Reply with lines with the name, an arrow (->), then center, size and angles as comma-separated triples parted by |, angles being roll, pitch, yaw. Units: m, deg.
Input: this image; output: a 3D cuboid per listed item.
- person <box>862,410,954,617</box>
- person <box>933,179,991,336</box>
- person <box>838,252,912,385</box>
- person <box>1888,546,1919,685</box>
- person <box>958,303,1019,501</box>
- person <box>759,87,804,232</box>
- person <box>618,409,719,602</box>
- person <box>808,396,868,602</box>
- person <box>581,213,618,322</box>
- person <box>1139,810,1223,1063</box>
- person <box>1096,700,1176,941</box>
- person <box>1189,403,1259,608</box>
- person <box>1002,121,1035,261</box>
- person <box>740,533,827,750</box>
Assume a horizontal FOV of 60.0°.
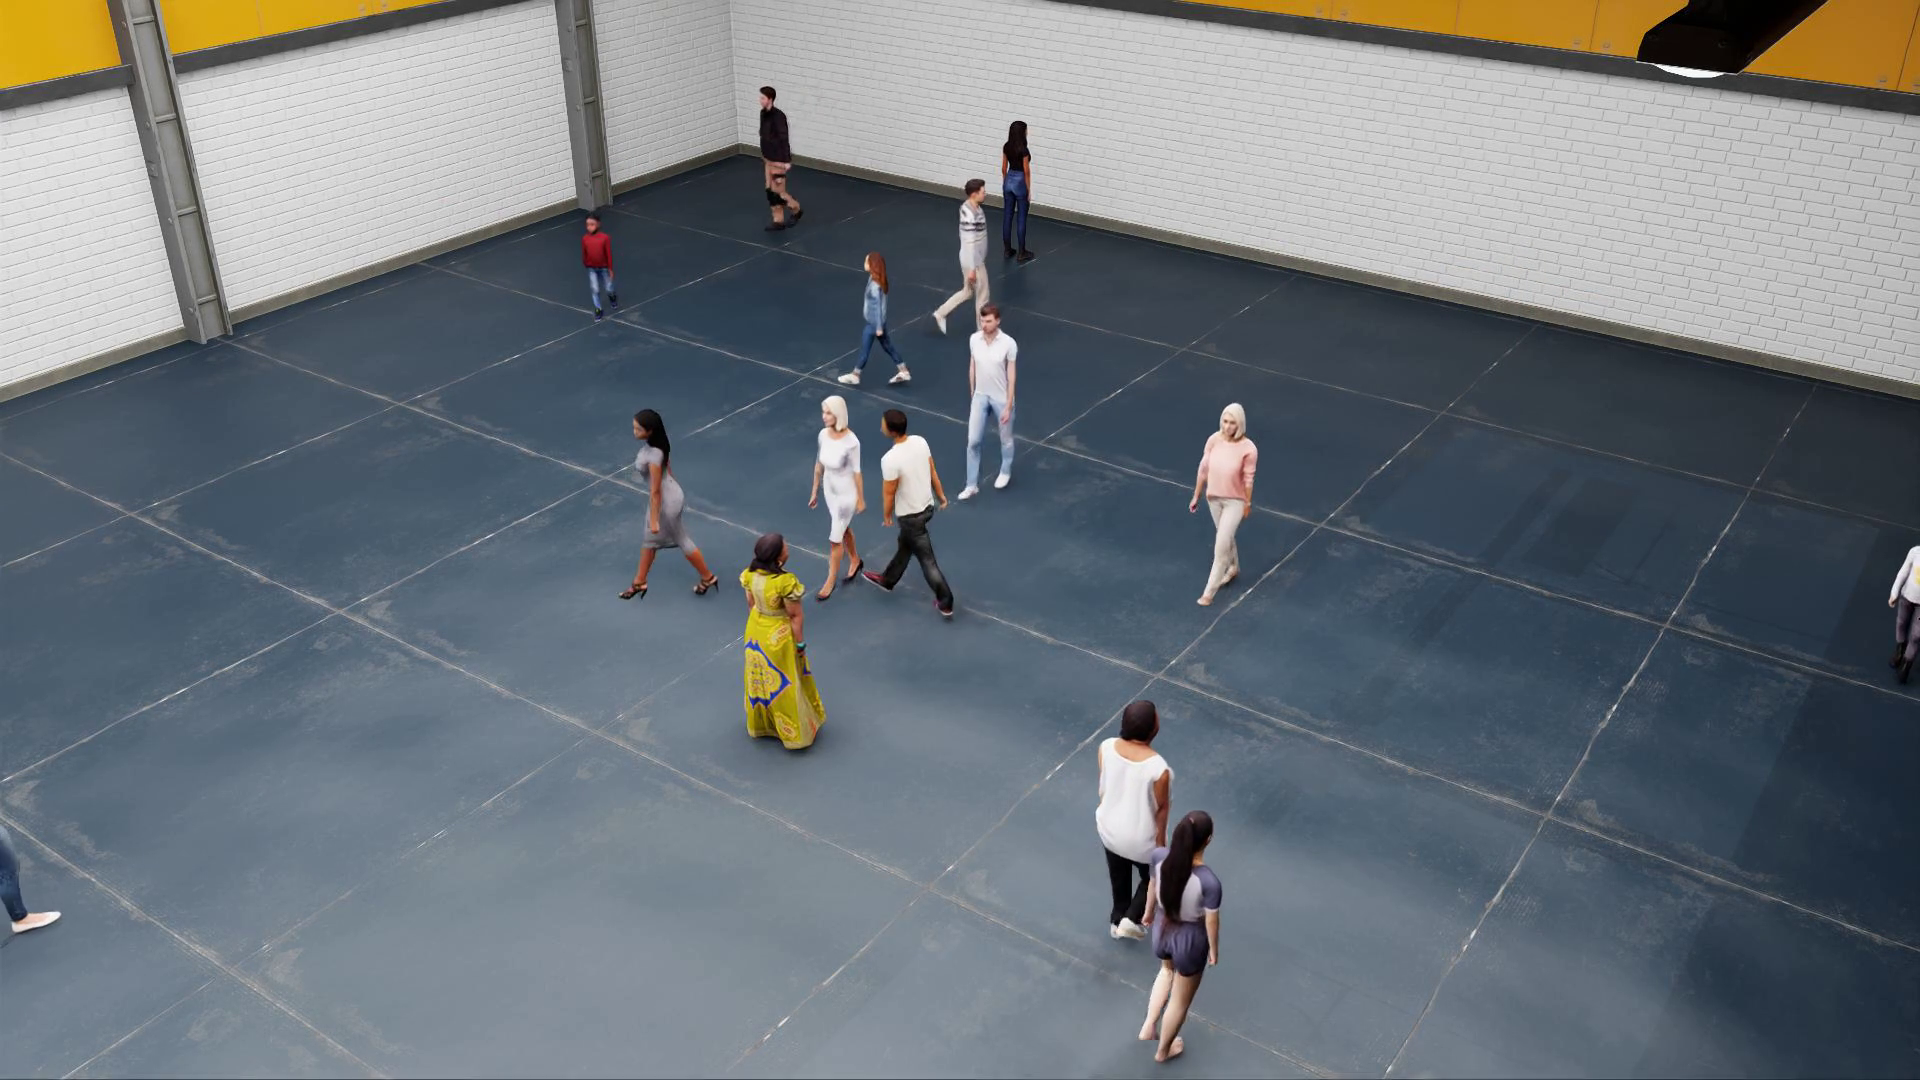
person -> -0.290, -0.199, 13.217 | 0.785, 1.740, 1.031 | 22, 36, 35
person -> 0.070, -3.105, 18.435 | 1.129, 1.846, 1.091 | -3, 29, -5
person -> -0.795, -2.275, 17.330 | 0.987, 1.446, 1.026 | 1, 29, 1
person -> 7.267, 0.418, 12.591 | 0.547, 1.257, 0.830 | 24, 36, 36
person -> 0.352, -1.313, 15.173 | 0.791, 1.823, 1.024 | 11, 30, 19
person -> -2.339, -4.995, 21.825 | 0.873, 1.917, 0.839 | -19, 34, -31
person -> -2.268, -0.266, 13.350 | 1.099, 1.732, 1.024 | -3, 29, -5
person -> -0.922, -0.395, 13.596 | 0.615, 1.721, 0.909 | 22, 36, 35
person -> -4.157, -3.181, 19.204 | 0.718, 1.242, 0.813 | 0, 29, 0
person -> 1.132, 2.191, 8.942 | 0.635, 1.638, 0.667 | -26, 38, -38
person -> 0.996, 1.703, 9.796 | 0.698, 1.678, 0.650 | 24, 37, 37
person -> 2.210, -0.352, 13.554 | 0.651, 1.687, 1.036 | 22, 35, 34
person -> 0.706, -4.399, 20.921 | 0.561, 1.737, 0.529 | 20, 34, 32
person -> -1.286, 0.693, 11.667 | 0.839, 1.659, 0.749 | 20, 34, 32
